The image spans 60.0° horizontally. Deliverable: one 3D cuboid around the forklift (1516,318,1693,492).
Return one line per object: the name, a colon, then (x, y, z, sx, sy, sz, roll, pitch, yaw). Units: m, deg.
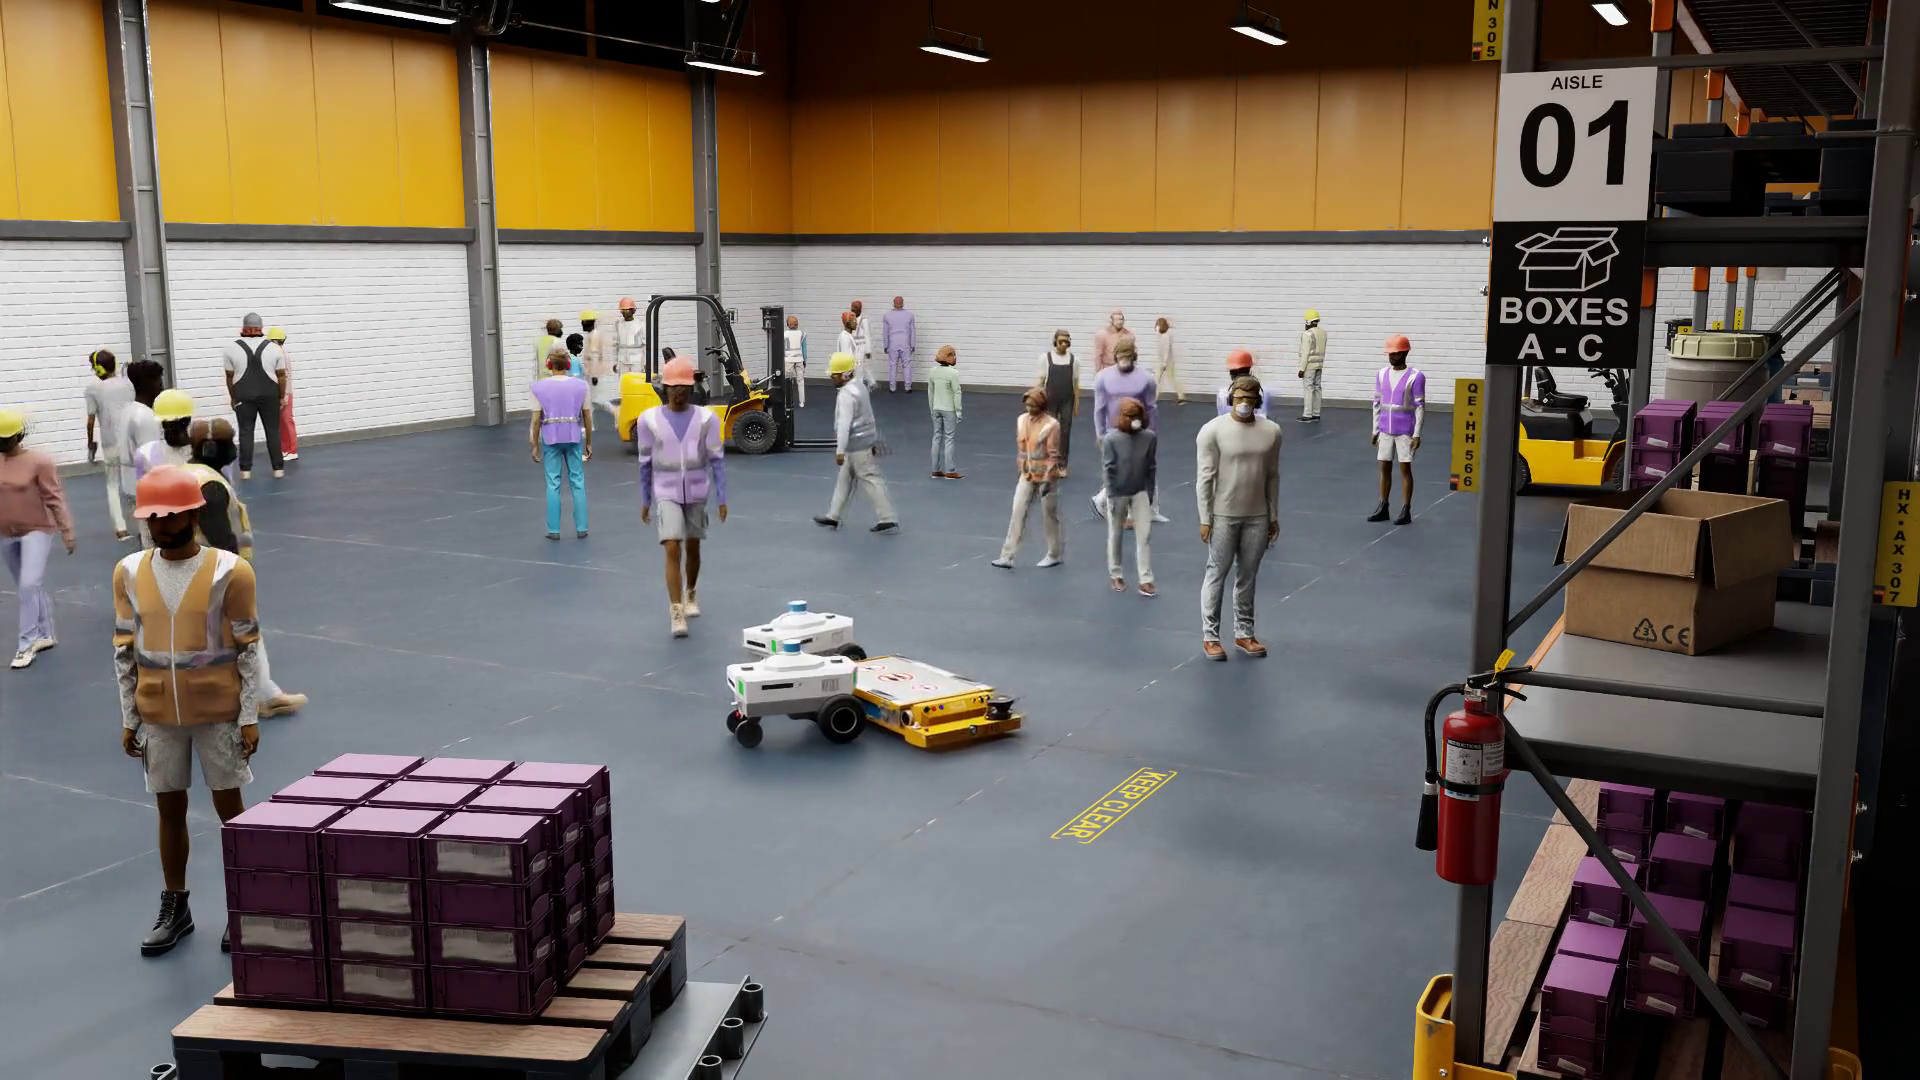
forklift: (7.066, -1.601, 18.899, 2.313, 2.155, 1.214, 5, 11, 27)

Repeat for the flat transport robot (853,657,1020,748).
flat transport robot: (-0.328, 0.922, 9.853, 0.652, 0.197, 1.431, -7, 12, -34)

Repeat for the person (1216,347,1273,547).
person: (2.585, -0.810, 15.156, 0.542, 1.909, 0.925, 6, 11, 31)

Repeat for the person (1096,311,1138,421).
person: (2.432, -2.626, 25.809, 0.654, 1.866, 0.971, -3, 10, -19)

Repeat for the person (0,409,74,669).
person: (-6.294, -0.018, 11.105, 0.633, 1.714, 0.787, 1, 10, 4)

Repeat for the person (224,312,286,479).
person: (-8.611, -1.778, 20.370, 0.690, 2.000, 0.537, -4, 11, -22)

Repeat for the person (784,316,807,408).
person: (-2.951, -3.146, 29.447, 0.522, 1.640, 0.306, -5, 11, -27)

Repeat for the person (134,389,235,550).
person: (-4.969, -0.045, 10.766, 0.591, 1.902, 0.725, -1, 10, -8)

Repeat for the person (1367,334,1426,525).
person: (4.415, -1.120, 16.856, 0.551, 1.935, 0.375, 9, 13, 43)

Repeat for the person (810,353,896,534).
person: (-1.047, -0.937, 16.241, 0.930, 1.773, 0.618, 1, 10, 6)

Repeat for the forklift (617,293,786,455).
forklift: (-3.588, -2.317, 23.042, 2.313, 2.155, 1.214, -1, 10, -5)

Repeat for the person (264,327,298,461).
person: (-9.018, -1.933, 22.055, 0.305, 1.771, 0.525, -10, 14, -44)

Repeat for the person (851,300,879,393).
person: (-1.849, -3.700, 32.084, 0.725, 1.857, 0.617, -6, 11, -31)

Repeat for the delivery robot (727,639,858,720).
delivery robot: (-0.951, 0.808, 9.422, 0.707, 0.478, 0.477, -3, 10, -19)

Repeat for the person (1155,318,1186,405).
person: (3.710, -3.201, 29.912, 0.795, 1.589, 0.502, -4, 11, -22)

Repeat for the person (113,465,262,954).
person: (-3.021, 0.665, 6.521, 0.546, 1.938, 0.360, -1, 10, -6)

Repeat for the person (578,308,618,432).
person: (-5.558, -2.589, 25.449, 0.681, 1.904, 0.596, -3, 10, -19)

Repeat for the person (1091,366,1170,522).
person: (1.748, -0.977, 16.967, 0.745, 1.610, 0.546, 4, 11, 22)

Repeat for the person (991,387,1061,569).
person: (0.604, -0.520, 14.340, 0.809, 1.592, 0.574, -9, 14, -43)

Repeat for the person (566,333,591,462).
person: (-5.085, -1.879, 21.963, 0.320, 1.692, 0.531, -4, 11, -23)

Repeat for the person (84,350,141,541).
person: (-7.997, -0.882, 15.813, 0.523, 1.831, 0.393, -8, 13, -40)

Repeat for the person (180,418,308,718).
person: (-4.160, 0.201, 9.581, 0.831, 1.810, 0.656, -5, 11, -27)

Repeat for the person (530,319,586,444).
person: (-5.881, -2.299, 24.117, 0.979, 1.795, 0.634, -9, 13, -41)

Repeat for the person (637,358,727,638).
person: (-2.034, -0.340, 12.211, 0.626, 1.990, 1.024, -3, 10, -17)

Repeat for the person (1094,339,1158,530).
person: (1.672, -1.080, 16.727, 0.646, 1.907, 0.688, 2, 10, 10)

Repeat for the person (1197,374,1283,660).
person: (1.896, -0.157, 11.288, 0.628, 1.936, 0.375, -4, 10, -19)

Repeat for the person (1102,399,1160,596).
person: (1.372, -0.338, 13.314, 0.500, 1.588, 0.738, -3, 10, -15)

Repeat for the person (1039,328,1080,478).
person: (1.208, -1.676, 20.387, 0.539, 1.831, 0.470, -1, 10, -5)

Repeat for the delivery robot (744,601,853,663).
delivery robot: (-1.014, 0.626, 10.474, 0.477, 0.478, 0.707, 9, 14, 43)

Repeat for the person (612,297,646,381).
person: (-5.301, -2.873, 26.703, 0.615, 2.041, 0.392, 2, 10, 12)

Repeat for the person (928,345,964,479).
person: (-0.173, -1.557, 20.268, 0.507, 1.632, 0.265, 9, 13, 43)

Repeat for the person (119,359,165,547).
person: (-6.114, -0.391, 12.572, 0.427, 1.955, 0.628, -7, 12, -37)

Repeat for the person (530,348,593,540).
person: (-3.808, -0.914, 15.929, 0.575, 1.843, 0.374, -4, 11, -22)

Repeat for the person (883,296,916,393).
person: (-1.188, -3.829, 32.634, 0.642, 1.907, 0.410, 0, 10, -1)

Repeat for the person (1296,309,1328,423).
person: (5.694, -2.822, 27.008, 0.589, 1.834, 0.403, -9, 14, -43)

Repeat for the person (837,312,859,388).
person: (-1.655, -2.422, 24.558, 0.354, 1.880, 0.576, 0, 10, -2)
